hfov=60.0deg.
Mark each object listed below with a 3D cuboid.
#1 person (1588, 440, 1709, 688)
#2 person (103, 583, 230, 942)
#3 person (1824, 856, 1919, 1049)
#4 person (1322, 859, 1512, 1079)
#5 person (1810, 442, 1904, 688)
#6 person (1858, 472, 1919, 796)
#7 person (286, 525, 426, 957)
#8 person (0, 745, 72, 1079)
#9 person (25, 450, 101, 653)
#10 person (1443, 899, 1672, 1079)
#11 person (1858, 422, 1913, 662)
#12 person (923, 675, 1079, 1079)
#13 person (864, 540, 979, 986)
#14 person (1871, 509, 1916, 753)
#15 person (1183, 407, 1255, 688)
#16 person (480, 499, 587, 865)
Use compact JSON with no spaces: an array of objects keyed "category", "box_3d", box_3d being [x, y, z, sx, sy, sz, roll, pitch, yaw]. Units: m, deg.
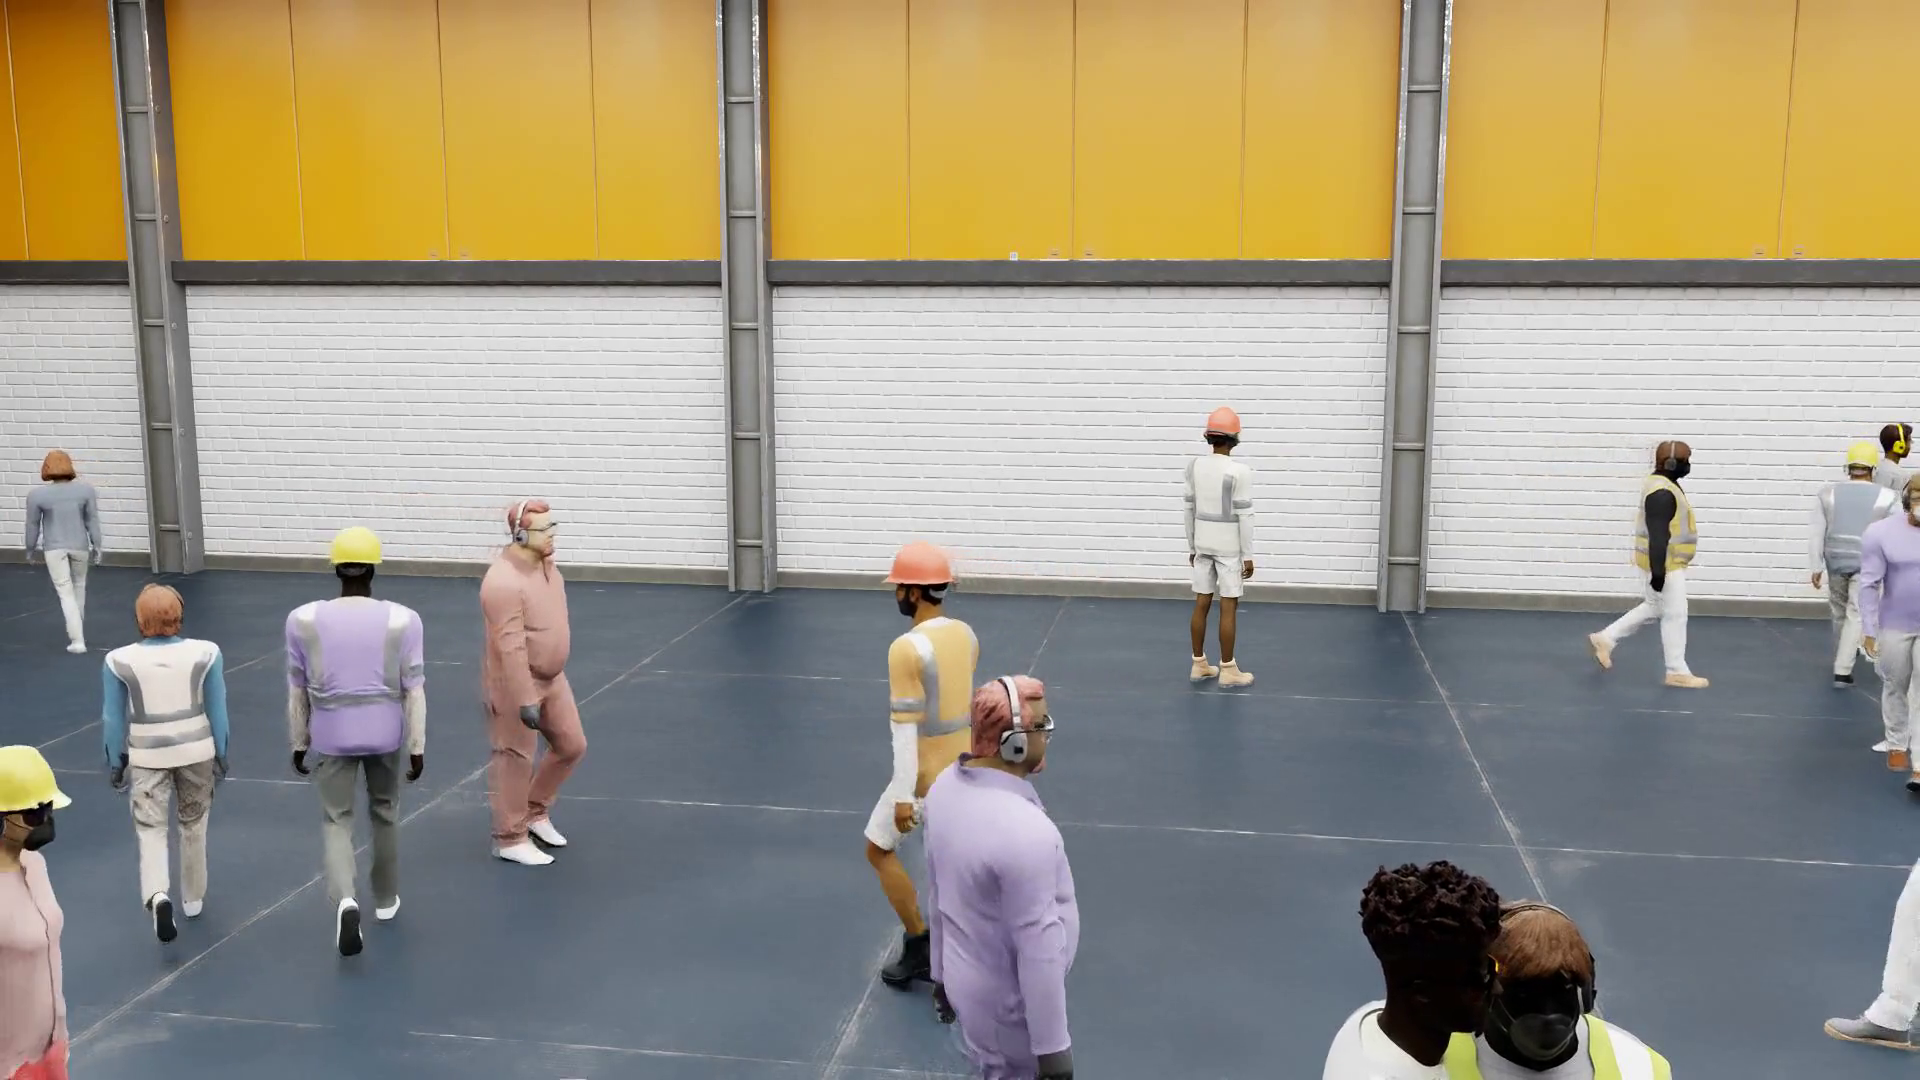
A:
[{"category":"person","box_3d":[5.092,0.161,12.204,0.786,1.817,0.634,4,10,23]},{"category":"person","box_3d":[-3.594,1.010,7.568,0.521,1.622,0.634,-4,10,-26]},{"category":"person","box_3d":[3.862,1.121,6.206,0.924,1.852,0.588,5,11,30]},{"category":"person","box_3d":[0.822,1.549,3.167,0.370,1.966,0.608,2,9,10]},{"category":"person","box_3d":[6.621,0.171,12.257,0.602,1.781,0.967,9,13,44]},{"category":"person","box_3d":[5.595,0.528,9.735,0.628,1.870,1.044,5,10,28]},{"category":"person","box_3d":[-2.700,0.887,7.471,0.592,1.900,0.802,-3,10,-19]},{"category":"person","box_3d":[-2.600,1.426,4.581,0.395,1.754,0.549,-1,9,-9]},{"category":"person","box_3d":[-7.202,0.080,13.334,0.515,1.593,0.813,-8,12,-42]},{"category":"person","box_3d":[1.085,1.596,3.268,0.627,1.844,0.429,0,9,1]},{"category":"person","box_3d":[7.198,0.017,12.928,0.316,1.868,0.524,0,9,-3]},{"category":"person","box_3d":[0.093,1.320,4.815,0.518,1.892,0.649,-3,10,-18]},{"category":"person","box_3d":[-0.162,0.956,6.974,0.519,1.917,0.579,6,11,34]},{"category":"person","box_3d":[6.034,0.529,10.502,0.540,1.624,0.551,-1,9,-5]},{"category":"person","box_3d":[1.906,0.052,12.153,0.363,2.048,0.609,-8,12,-42]},{"category":"person","box_3d":[-2.180,0.730,8.471,0.451,1.895,0.652,2,10,15]}]
